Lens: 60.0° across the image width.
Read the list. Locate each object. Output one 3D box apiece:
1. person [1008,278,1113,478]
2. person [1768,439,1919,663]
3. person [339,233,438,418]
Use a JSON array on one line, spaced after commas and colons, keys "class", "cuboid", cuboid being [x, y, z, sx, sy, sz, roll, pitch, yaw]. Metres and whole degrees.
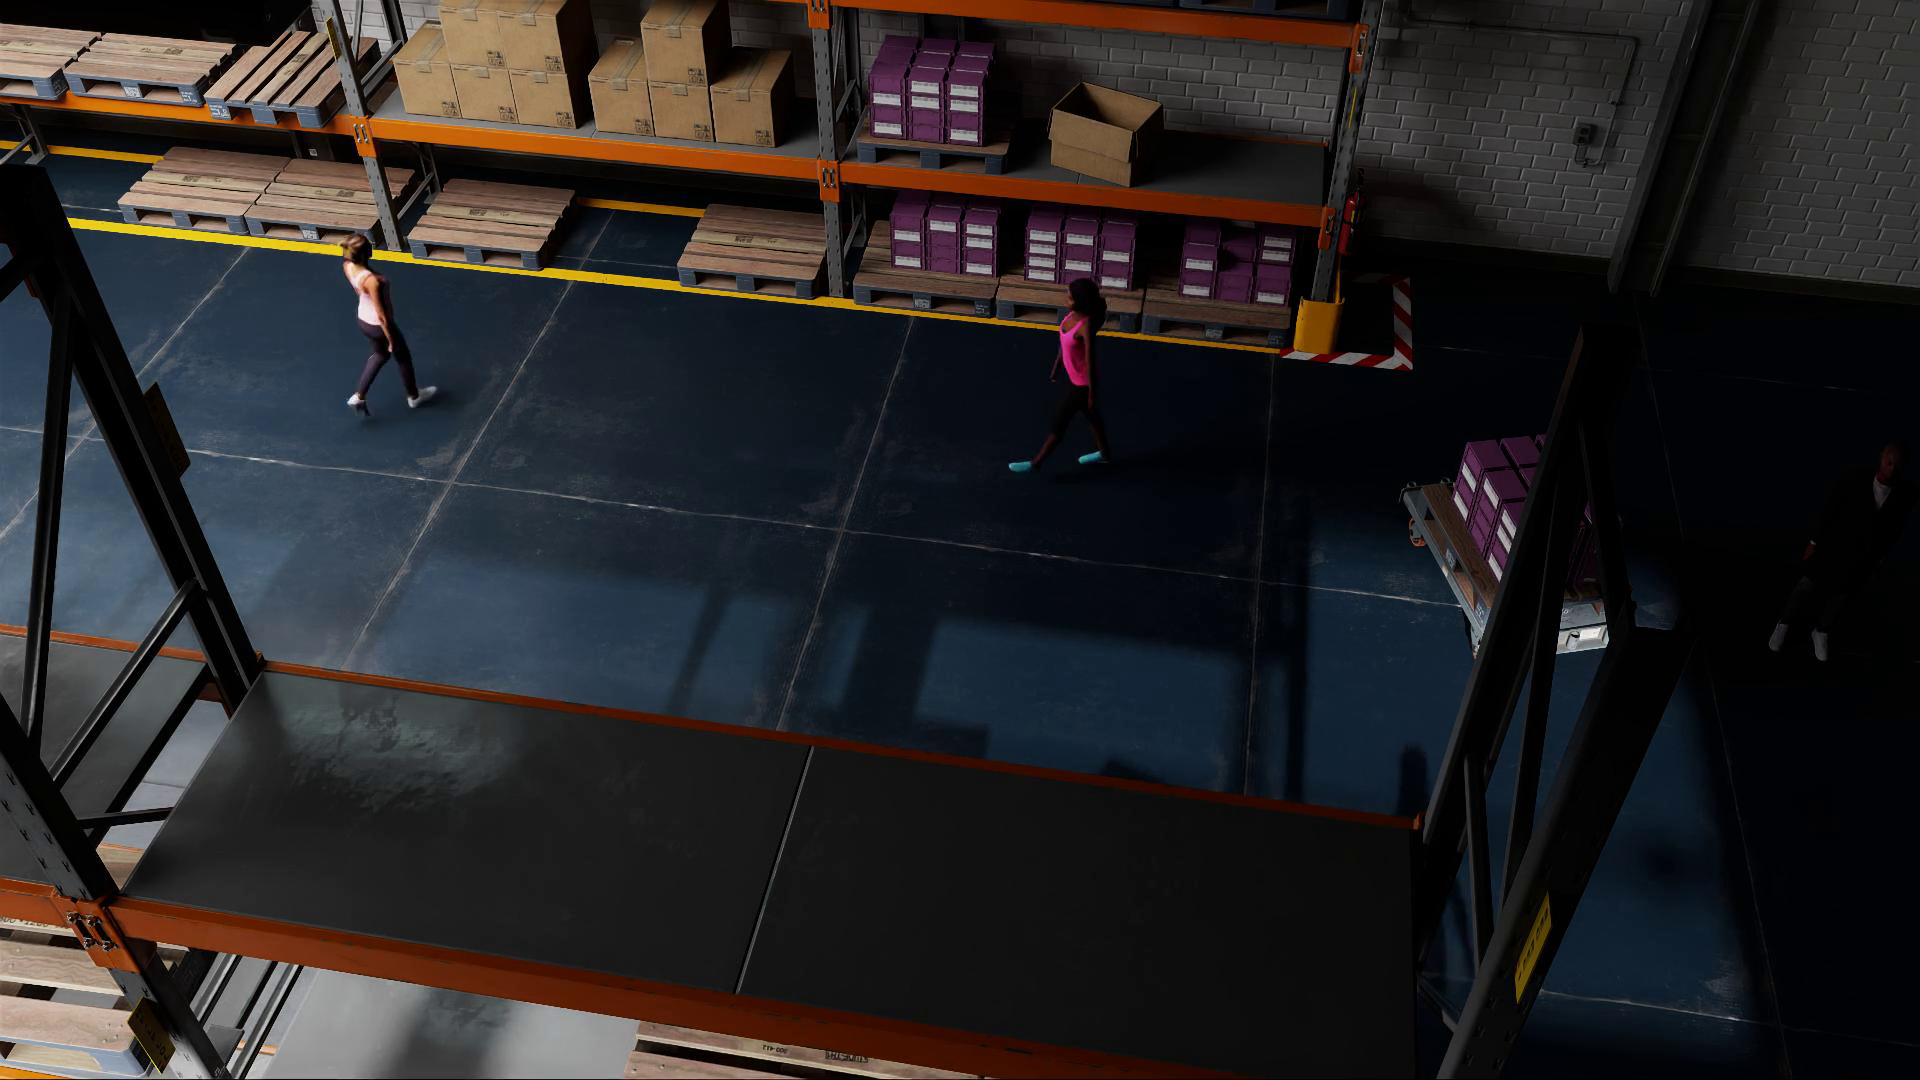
[{"class": "person", "cuboid": [0.961, -1.157, 11.993, 1.102, 1.689, 0.787, -6, 44, -6]}, {"class": "person", "cuboid": [5.706, 0.047, 10.676, 0.531, 1.762, 0.732, 13, 45, 13]}, {"class": "person", "cuboid": [-4.429, -1.582, 12.484, 0.944, 1.627, 0.895, 30, 51, 28]}]
